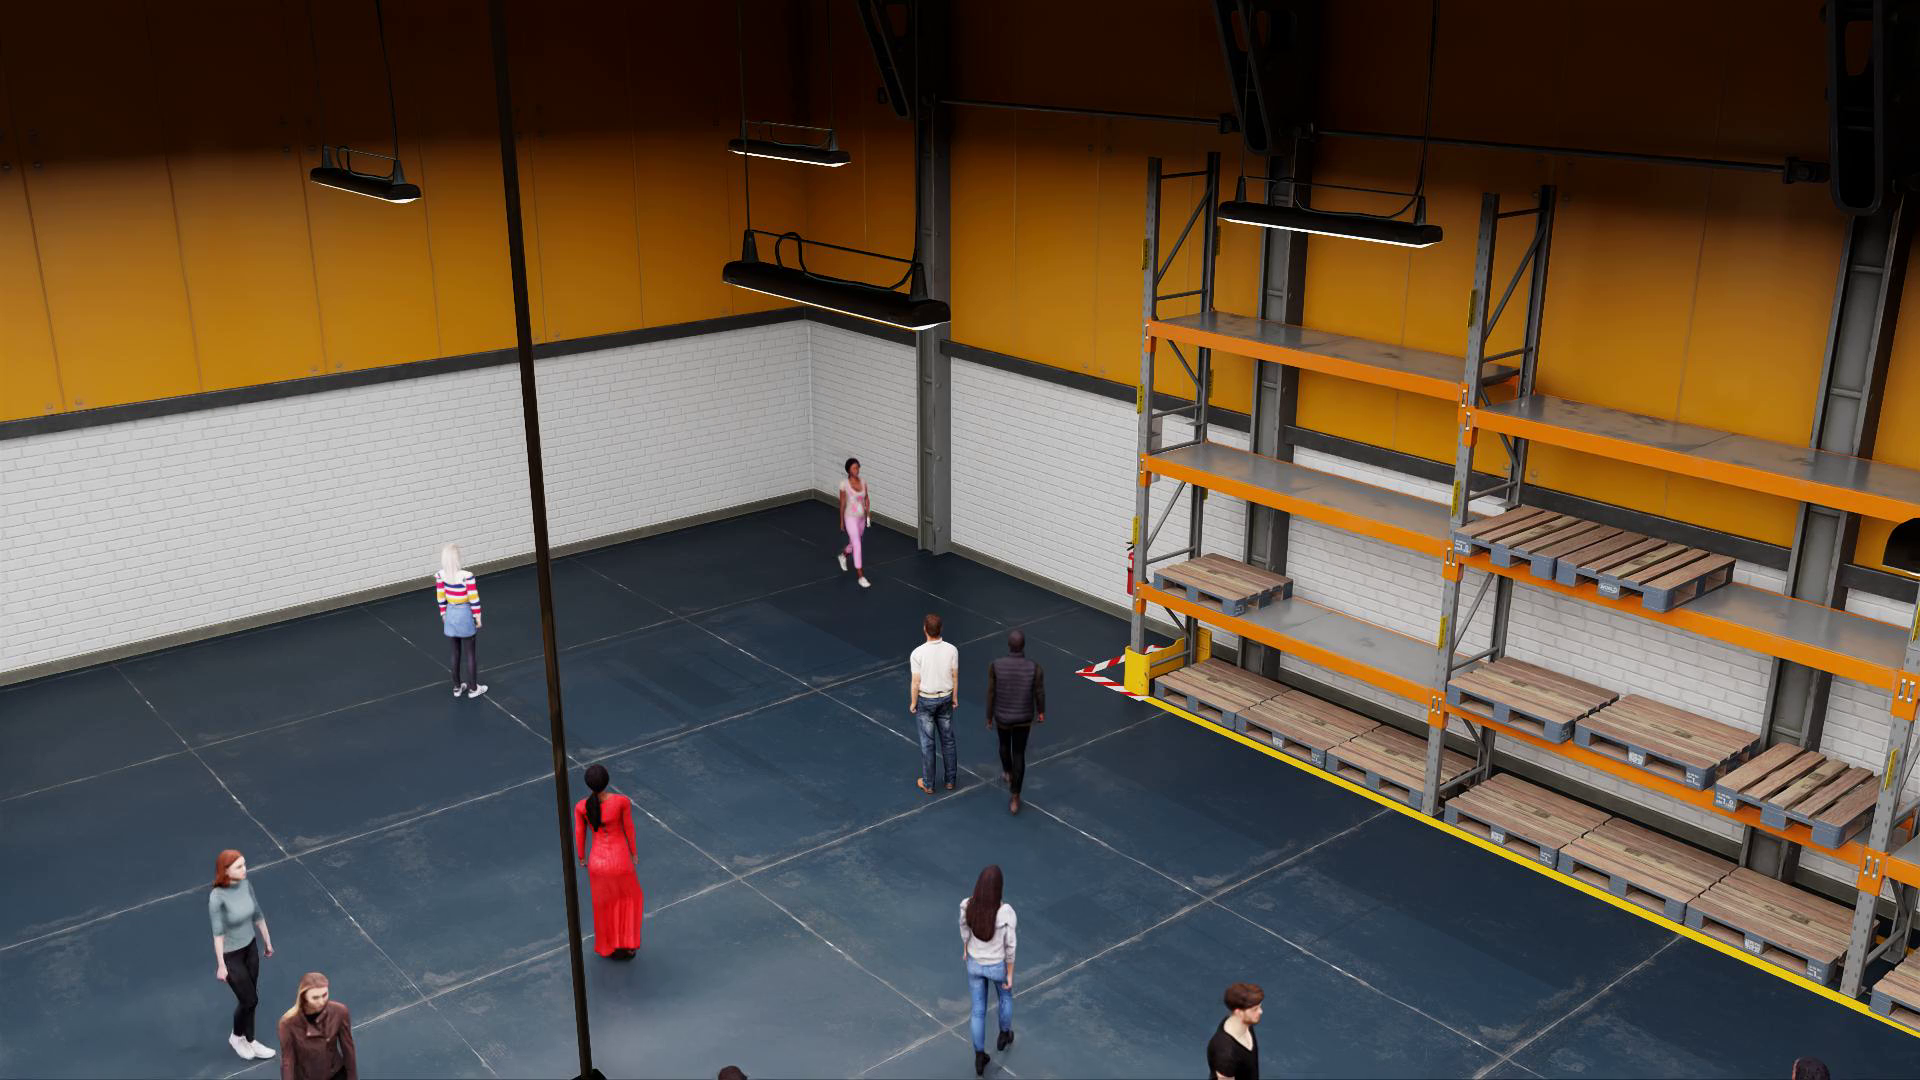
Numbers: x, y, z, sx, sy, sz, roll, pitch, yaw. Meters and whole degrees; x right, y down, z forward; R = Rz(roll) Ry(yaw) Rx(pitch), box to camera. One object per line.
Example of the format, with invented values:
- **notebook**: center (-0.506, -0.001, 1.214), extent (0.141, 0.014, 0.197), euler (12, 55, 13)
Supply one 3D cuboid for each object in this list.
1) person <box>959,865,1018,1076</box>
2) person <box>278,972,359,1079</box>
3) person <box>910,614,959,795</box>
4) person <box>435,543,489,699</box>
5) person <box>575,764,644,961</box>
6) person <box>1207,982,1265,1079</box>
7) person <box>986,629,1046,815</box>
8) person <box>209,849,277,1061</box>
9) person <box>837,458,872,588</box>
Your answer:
- **person**: center (0.187, 3.196, 12.253), extent (0.840, 1.611, 0.879), euler (5, 19, 13)
- **person**: center (-4.254, 3.566, 11.033), extent (0.680, 1.689, 0.678), euler (-10, 21, -26)
- **person**: center (-0.251, 1.619, 16.557), extent (0.731, 1.853, 0.678), euler (-7, 20, -20)
- **person**: center (-5.651, 0.897, 18.772), extent (0.655, 1.808, 0.772), euler (5, 19, 14)
- **person**: center (-2.858, 2.672, 13.555), extent (0.839, 1.774, 0.898), euler (-2, 19, -7)
- **person**: center (1.692, 3.627, 10.529), extent (0.722, 1.894, 0.733), euler (8, 20, 22)
- **person**: center (0.516, 1.779, 16.156), extent (1.143, 1.804, 1.164), euler (3, 19, 8)
- **person**: center (-5.424, 3.088, 12.378), extent (0.752, 1.736, 0.721), euler (5, 19, 15)
- **person**: center (-1.454, -0.266, 22.378), extent (0.648, 1.709, 1.143), euler (-13, 22, -33)
